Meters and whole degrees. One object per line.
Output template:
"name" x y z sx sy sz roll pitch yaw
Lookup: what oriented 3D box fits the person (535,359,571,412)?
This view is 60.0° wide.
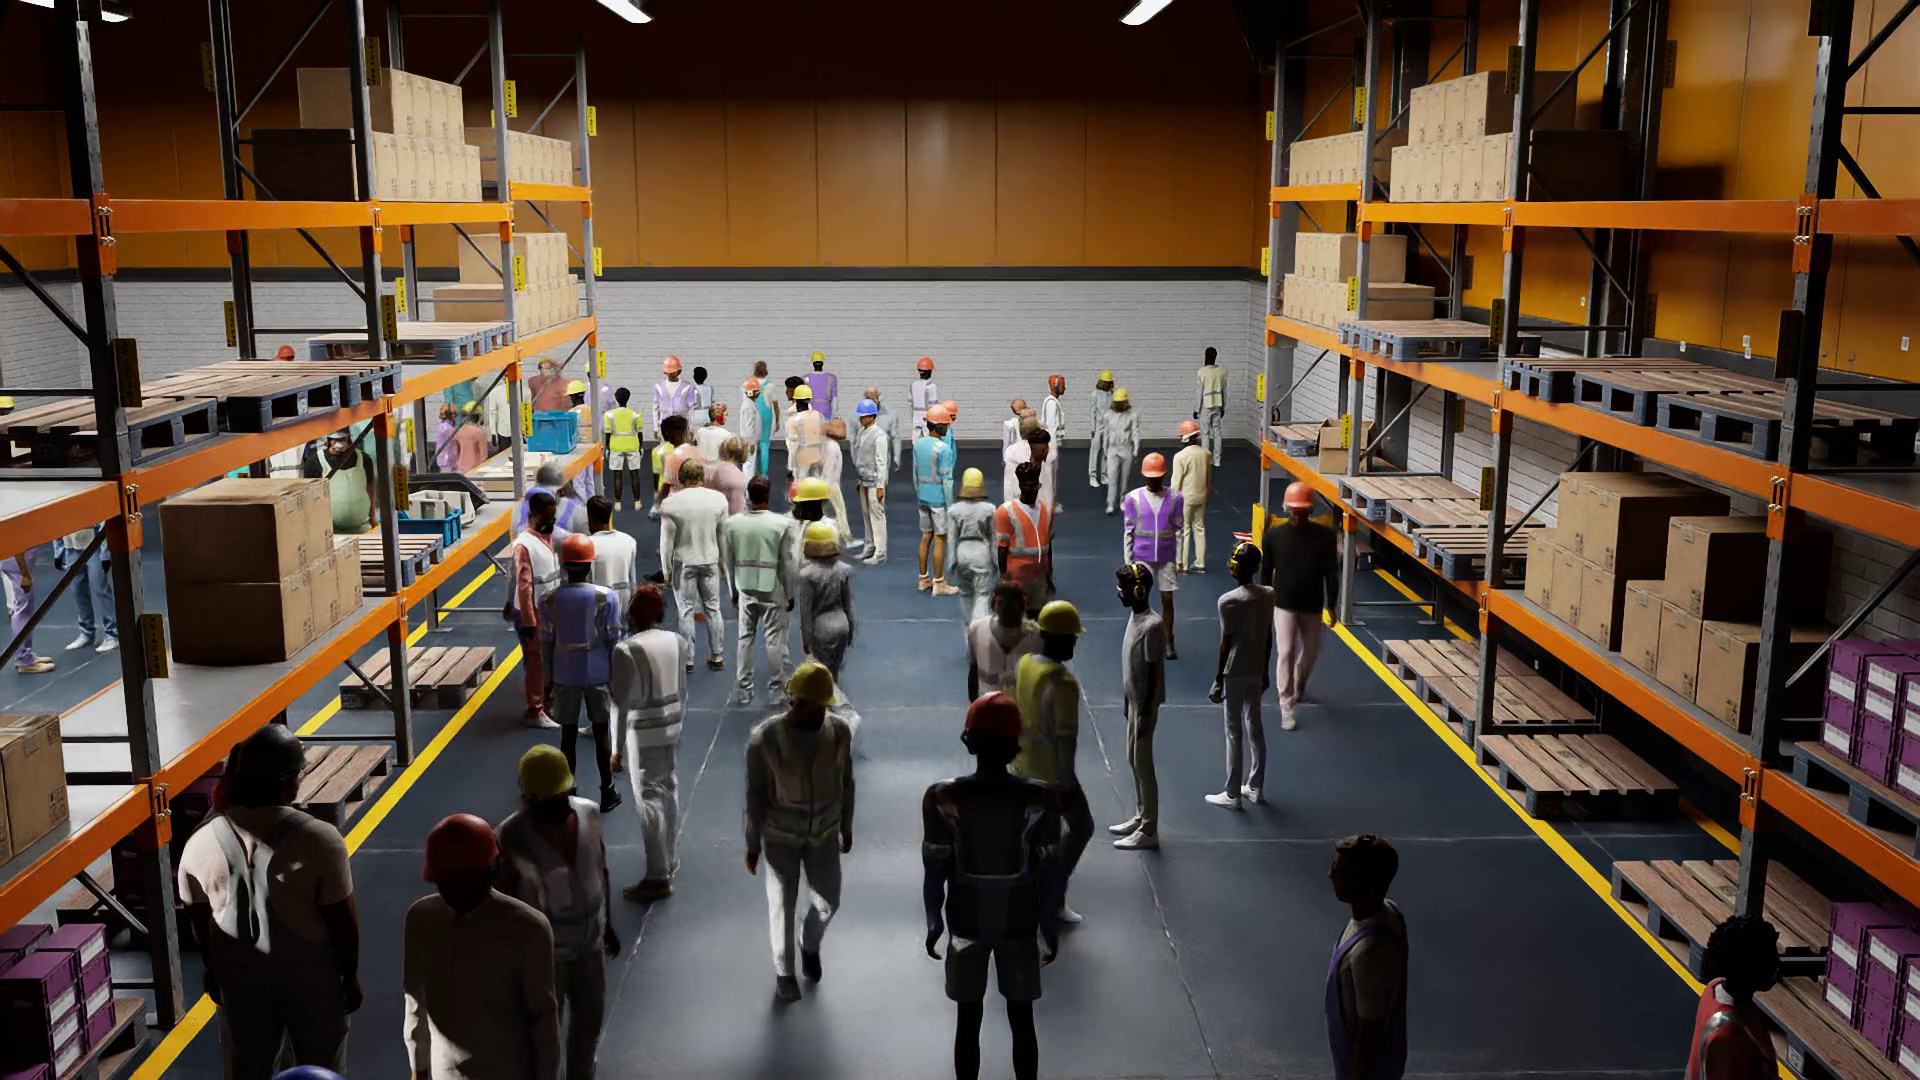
"person" -6.168 -1.839 25.317 0.649 1.863 0.978 9 14 38

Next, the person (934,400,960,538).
"person" -0.173 -0.889 20.850 0.349 1.740 0.574 -3 12 -13

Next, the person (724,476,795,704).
"person" -1.670 0.420 13.862 0.588 1.910 0.392 3 12 14

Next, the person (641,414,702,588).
"person" -3.050 -0.386 17.845 0.877 1.925 0.612 2 11 10

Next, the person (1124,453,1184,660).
"person" 1.768 0.152 15.180 0.549 1.923 0.390 0 11 0

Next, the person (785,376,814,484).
"person" -2.097 -1.162 21.681 0.385 1.958 0.607 3 12 16

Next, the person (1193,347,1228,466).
"person" 3.998 -2.117 26.552 0.596 1.918 0.381 -6 13 -28

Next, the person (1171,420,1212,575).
"person" 2.581 -0.481 18.793 0.569 1.744 0.355 -8 14 -35

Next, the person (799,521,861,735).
"person" -0.984 0.721 12.821 0.613 1.716 0.508 11 16 44

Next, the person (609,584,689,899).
"person" -1.860 1.207 10.052 0.397 1.859 0.667 7 13 32

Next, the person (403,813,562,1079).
"person" -1.753 1.935 6.077 0.621 1.985 0.408 3 12 16

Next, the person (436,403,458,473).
"person" -6.603 -0.964 21.498 0.320 1.631 0.523 -5 12 -24

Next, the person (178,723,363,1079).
"person" -2.789 1.740 6.905 0.687 2.000 0.535 1 11 4

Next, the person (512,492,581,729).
"person" -3.321 0.553 13.204 0.411 1.906 0.602 3 12 14

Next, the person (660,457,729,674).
"person" -2.352 0.228 14.787 0.635 1.932 0.363 -6 13 -26

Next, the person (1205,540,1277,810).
"person" 1.930 0.924 11.428 0.513 1.872 0.328 -8 14 -35

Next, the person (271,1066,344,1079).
"person" -1.643 2.288 4.431 0.424 1.940 0.612 -6 13 -29

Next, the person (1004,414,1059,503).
"person" 0.764 -0.384 17.827 0.641 1.925 0.457 -4 12 -18

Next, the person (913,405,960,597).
"person" -0.242 -0.423 17.747 0.379 2.041 0.616 -8 14 -35

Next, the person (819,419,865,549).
"person" -1.583 -0.662 20.086 0.801 1.587 0.503 -2 12 -12

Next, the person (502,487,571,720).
"person" -3.367 0.508 13.372 0.636 1.929 0.432 9 14 38

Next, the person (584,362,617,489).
"person" -5.351 -1.702 24.569 0.591 1.885 0.931 1 11 3

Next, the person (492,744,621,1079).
"person" -1.767 1.762 7.347 0.404 1.832 0.603 9 15 39

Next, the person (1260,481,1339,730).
"person" 2.715 0.483 13.395 0.616 1.974 0.837 1 11 4

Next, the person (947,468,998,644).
"person" 0.108 0.194 15.481 0.494 1.715 0.709 2 12 11

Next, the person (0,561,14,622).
"person" -9.622 -0.081 16.454 0.584 1.879 0.359 -9 14 -37

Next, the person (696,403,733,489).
"person" -2.877 -0.689 19.577 0.572 1.843 0.373 9 14 38

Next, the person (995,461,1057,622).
"person" 0.578 0.288 14.377 0.606 1.966 0.367 -8 14 -35

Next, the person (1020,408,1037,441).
"person" 0.875 -0.838 20.853 0.310 1.636 0.522 -2 11 -9

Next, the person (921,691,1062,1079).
"person" 0.138 1.662 7.302 0.609 2.040 0.395 0 11 1

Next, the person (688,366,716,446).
"person" -3.987 -1.830 25.668 0.318 1.700 0.535 8 14 35

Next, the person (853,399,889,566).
"person" -1.037 -0.673 19.276 0.417 1.939 0.611 -6 13 -26

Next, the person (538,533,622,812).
"person" -2.570 0.911 11.325 0.547 1.938 0.359 -1 11 -6

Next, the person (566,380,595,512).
"person" -4.897 -1.105 21.499 0.391 1.915 0.593 4 12 21
